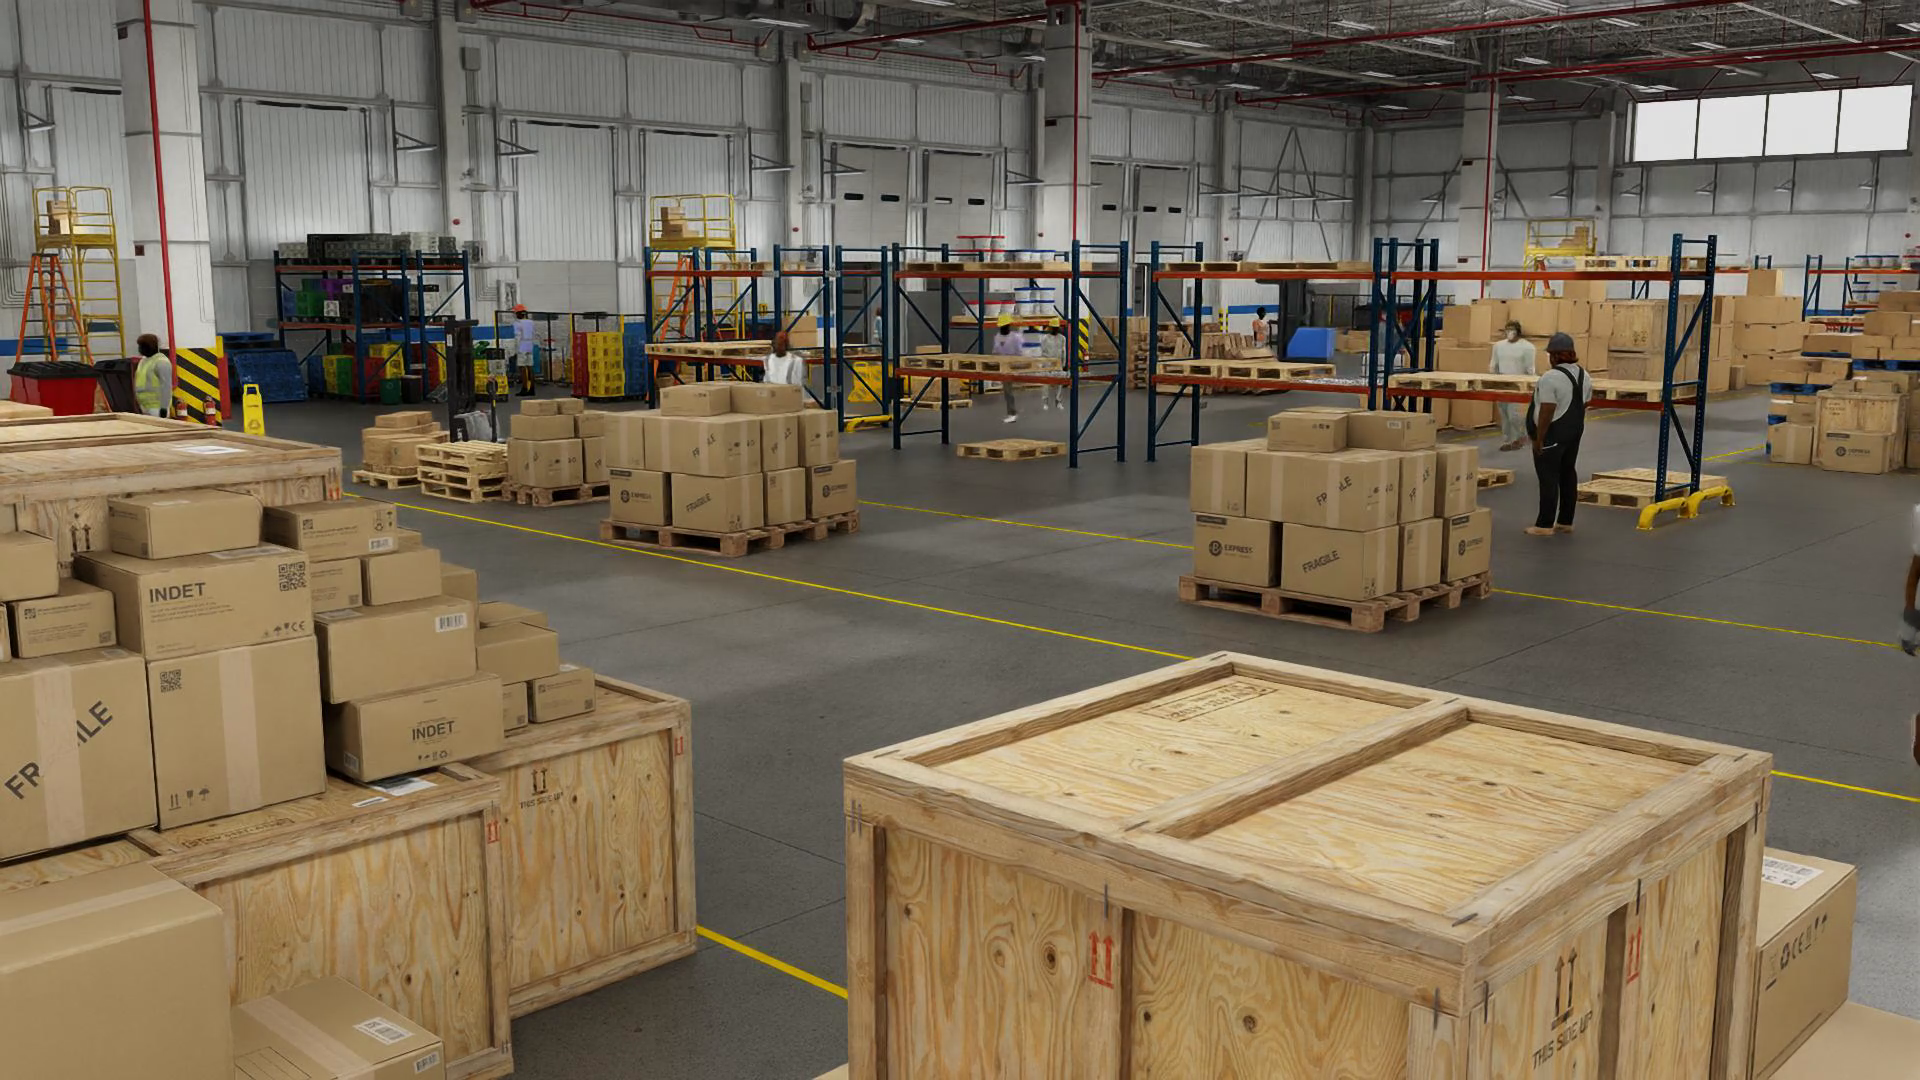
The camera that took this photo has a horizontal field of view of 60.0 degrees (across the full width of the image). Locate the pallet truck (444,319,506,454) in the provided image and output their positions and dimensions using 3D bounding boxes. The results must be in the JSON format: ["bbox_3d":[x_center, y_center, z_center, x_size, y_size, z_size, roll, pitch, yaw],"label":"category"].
[{"bbox_3d":[-6.981,-1.942,22.150,1.885,1.965,0.823,1,9,9],"label":"pallet truck"}]

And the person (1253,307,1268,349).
[{"bbox_3d":[7.580,-5.023,41.959,0.316,1.695,0.542,9,13,43],"label":"person"}]

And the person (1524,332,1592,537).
[{"bbox_3d":[5.915,-1.057,16.592,0.688,2.000,0.539,-6,11,-34],"label":"person"}]

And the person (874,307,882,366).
[{"bbox_3d":[-2.146,-5.389,44.410,0.323,1.631,0.523,0,9,-2],"label":"person"}]

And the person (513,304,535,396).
[{"bbox_3d":[-9.121,-3.960,34.720,0.371,1.934,0.543,5,11,28],"label":"person"}]

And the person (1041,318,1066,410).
[{"bbox_3d":[1.765,-3.314,31.372,0.485,1.736,0.325,-2,10,-13],"label":"person"}]

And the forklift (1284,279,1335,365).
[{"bbox_3d":[9.036,-6.034,44.542,1.873,2.768,1.129,4,10,25],"label":"forklift"}]

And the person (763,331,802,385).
[{"bbox_3d":[-2.292,-1.767,21.509,0.591,1.860,0.449,4,10,22],"label":"person"}]

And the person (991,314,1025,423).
[{"bbox_3d":[0.815,-2.954,28.699,0.581,1.892,0.596,-8,12,-42],"label":"person"}]

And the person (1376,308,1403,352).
[{"bbox_3d":[8.225,-3.545,32.188,0.652,1.928,0.434,7,12,37],"label":"person"}]

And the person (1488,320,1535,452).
[{"bbox_3d":[7.970,-2.229,24.149,0.452,1.922,0.636,-9,13,-42],"label":"person"}]

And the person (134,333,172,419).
[{"bbox_3d":[-10.309,-1.719,21.270,0.634,1.839,0.429,8,12,41],"label":"person"}]

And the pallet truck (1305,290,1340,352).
[{"bbox_3d":[11.297,-6.951,52.861,1.885,1.965,0.823,-5,11,-29],"label":"pallet truck"}]

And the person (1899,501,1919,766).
[{"bbox_3d":[5.018,0.375,8.404,0.515,1.851,0.790,1,9,9],"label":"person"}]
